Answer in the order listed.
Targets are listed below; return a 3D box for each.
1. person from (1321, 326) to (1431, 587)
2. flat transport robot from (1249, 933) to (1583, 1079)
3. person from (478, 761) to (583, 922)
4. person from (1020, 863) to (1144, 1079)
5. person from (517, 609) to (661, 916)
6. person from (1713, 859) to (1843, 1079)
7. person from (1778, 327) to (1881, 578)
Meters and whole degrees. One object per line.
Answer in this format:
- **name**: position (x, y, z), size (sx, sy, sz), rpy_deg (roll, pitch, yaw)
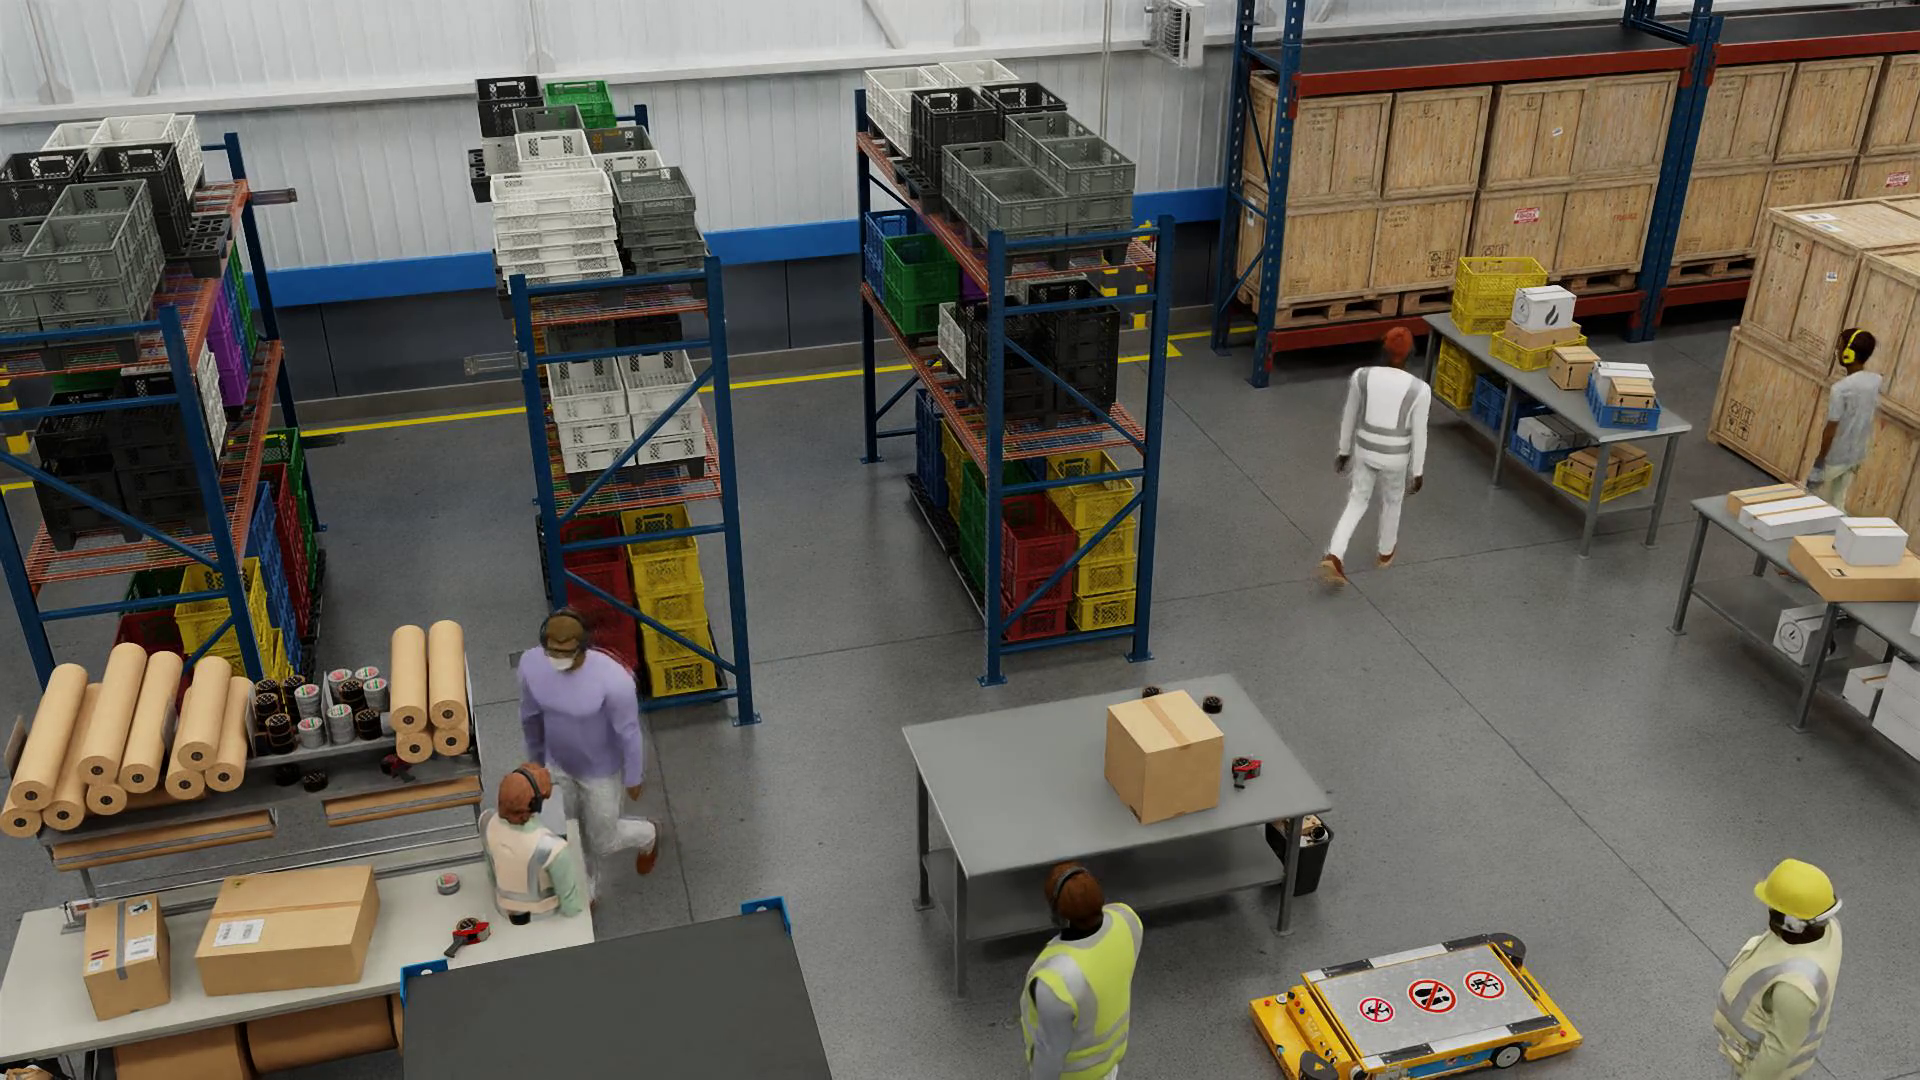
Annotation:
- **person**: position (2.894, -0.555, 11.529), size (0.620, 1.849, 0.872), rpy_deg (16, 33, 27)
- **flat transport robot**: position (2.184, 2.282, 7.980), size (1.431, 0.197, 0.652), rpy_deg (-8, 30, -14)
- **person**: position (-1.934, 1.730, 7.586), size (0.522, 1.630, 0.322), rpy_deg (15, 32, 25)
- **person**: position (0.455, 2.066, 6.761), size (0.430, 1.838, 0.619), rpy_deg (20, 34, 32)
- **person**: position (-1.864, 1.107, 8.421), size (0.653, 1.922, 0.638), rpy_deg (12, 31, 21)
- **person**: position (3.273, 2.053, 6.798), size (0.403, 1.822, 0.588), rpy_deg (17, 33, 28)
- **person**: position (6.081, -0.559, 11.543), size (0.545, 1.835, 0.468), rpy_deg (-16, 33, -27)
